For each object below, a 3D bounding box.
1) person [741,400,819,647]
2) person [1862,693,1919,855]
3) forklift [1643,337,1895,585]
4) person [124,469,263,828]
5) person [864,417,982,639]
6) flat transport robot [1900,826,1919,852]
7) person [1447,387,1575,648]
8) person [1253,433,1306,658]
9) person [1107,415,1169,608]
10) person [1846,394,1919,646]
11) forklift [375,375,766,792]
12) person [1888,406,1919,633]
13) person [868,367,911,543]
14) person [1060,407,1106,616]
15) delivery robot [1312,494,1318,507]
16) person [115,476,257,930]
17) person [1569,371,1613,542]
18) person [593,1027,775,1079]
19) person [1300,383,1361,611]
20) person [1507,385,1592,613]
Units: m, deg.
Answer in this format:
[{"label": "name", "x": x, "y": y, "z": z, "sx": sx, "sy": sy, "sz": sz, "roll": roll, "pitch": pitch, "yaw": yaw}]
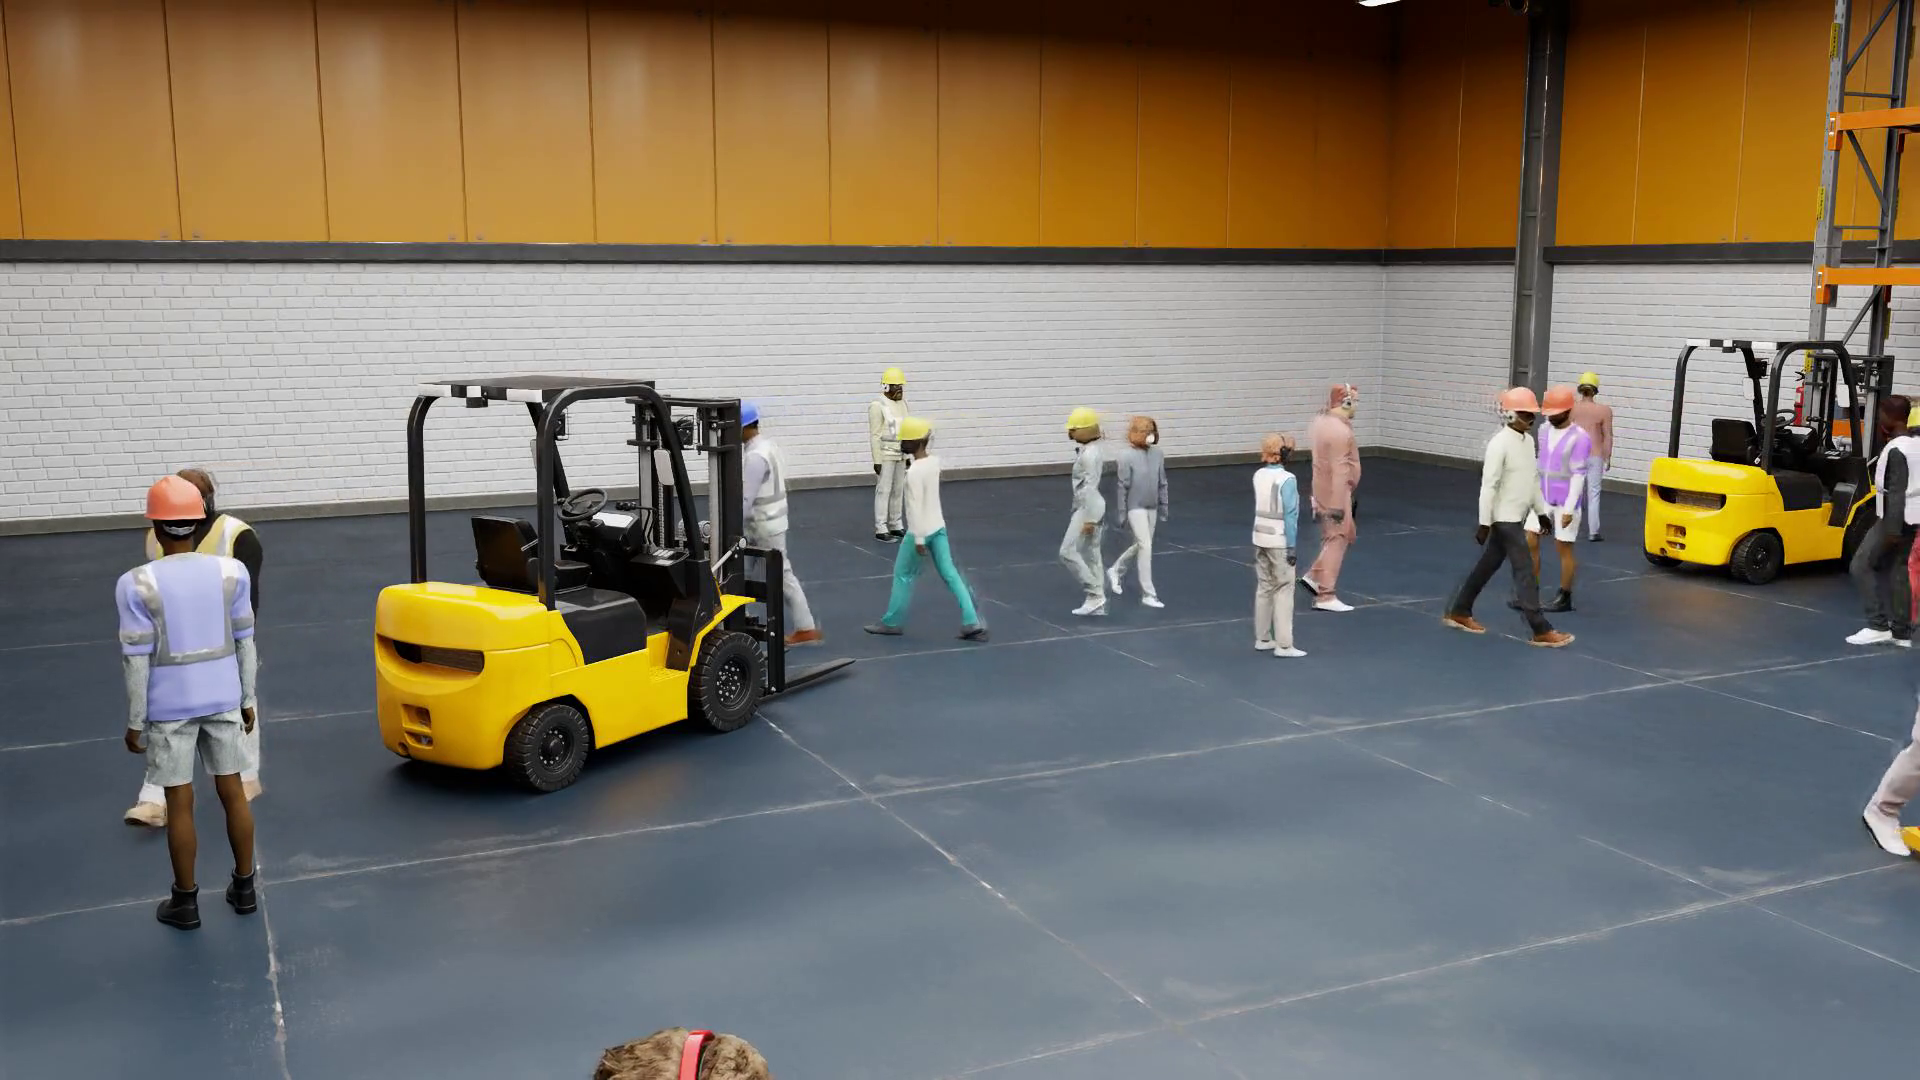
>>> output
[{"label": "person", "x": -1.509, "y": -0.101, "z": 12.260, "sx": 0.989, "sy": 1.862, "sz": 0.631, "roll": -2, "pitch": 9, "yaw": -11}, {"label": "person", "x": 4.654, "y": 0.646, "z": 7.665, "sx": 0.652, "sy": 1.861, "sz": 0.974, "roll": -2, "pitch": 9, "yaw": -14}, {"label": "forklift", "x": 7.551, "y": -0.789, "z": 15.507, "sx": 2.313, "sy": 2.155, "sz": 1.214, "roll": -4, "pitch": 10, "yaw": -25}, {"label": "person", "x": -3.874, "y": 0.550, "z": 8.417, "sx": 0.632, "sy": 1.794, "sz": 0.949, "roll": 1, "pitch": 9, "yaw": 4}, {"label": "person", "x": -0.256, "y": -0.083, "z": 12.621, "sx": 0.950, "sy": 1.715, "sz": 0.528, "roll": 5, "pitch": 10, "yaw": 26}, {"label": "flat transport robot", "x": 5.282, "y": 1.418, "z": 7.764, "sx": 1.431, "sy": 0.197, "sz": 0.652, "roll": 0, "pitch": 9, "yaw": -3}, {"label": "person", "x": 4.176, "y": -0.190, "z": 12.603, "sx": 1.046, "sy": 1.944, "sz": 0.613, "roll": 7, "pitch": 11, "yaw": 37}, {"label": "person", "x": 2.302, "y": 0.037, "z": 12.122, "sx": 0.339, "sy": 1.632, "sz": 0.537, "roll": -3, "pitch": 10, "yaw": -20}, {"label": "person", "x": 1.504, "y": -0.266, "z": 14.102, "sx": 0.508, "sy": 1.610, "sz": 0.751, "roll": -7, "pitch": 12, "yaw": -38}, {"label": "person", "x": 6.917, "y": -0.141, "z": 12.442, "sx": 0.569, "sy": 1.889, "sz": 0.583, "roll": 8, "pitch": 12, "yaw": 41}, {"label": "forklift", "x": -2.268, "y": 0.149, "z": 9.685, "sx": 1.214, "sy": 2.155, "sz": 2.313, "roll": 6, "pitch": 11, "yaw": 32}, {"label": "person", "x": 7.443, "y": -0.157, "z": 12.936, "sx": 0.524, "sy": 1.760, "sz": 0.326, "roll": -4, "pitch": 10, "yaw": -21}, {"label": "person", "x": -0.705, "y": -0.884, "z": 17.251, "sx": 0.403, "sy": 1.824, "sz": 0.594, "roll": 6, "pitch": 11, "yaw": 31}, {"label": "person", "x": 1.011, "y": -0.218, "z": 13.432, "sx": 0.406, "sy": 1.718, "sz": 0.533, "roll": 1, "pitch": 9, "yaw": 9}, {"label": "delivery robot", "x": 4.172, "y": -0.534, "z": 18.678, "sx": 0.477, "sy": 0.478, "sz": 0.707, "roll": 3, "pitch": 9, "yaw": 20}, {"label": "person", "x": -3.291, "y": 0.692, "z": 7.110, "sx": 0.543, "sy": 1.939, "sz": 0.360, "roll": -8, "pitch": 12, "yaw": -42}, {"label": "person", "x": 6.496, "y": -0.862, "z": 17.278, "sx": 0.525, "sy": 1.771, "sz": 0.305, "roll": 5, "pitch": 11, "yaw": 29}, {"label": "person", "x": -0.278, "y": 1.524, "z": 2.245, "sx": 0.391, "sy": 1.841, "sz": 0.564, "roll": -5, "pitch": 10, "yaw": -27}, {"label": "person", "x": 3.144, "y": -0.360, "z": 13.795, "sx": 0.431, "sy": 1.887, "sz": 0.660, "roll": 0, "pitch": 9, "yaw": -1}, {"label": "person", "x": 4.804, "y": -0.312, "z": 13.504, "sx": 0.665, "sy": 1.886, "sz": 0.602, "roll": -5, "pitch": 10, "yaw": -26}]
